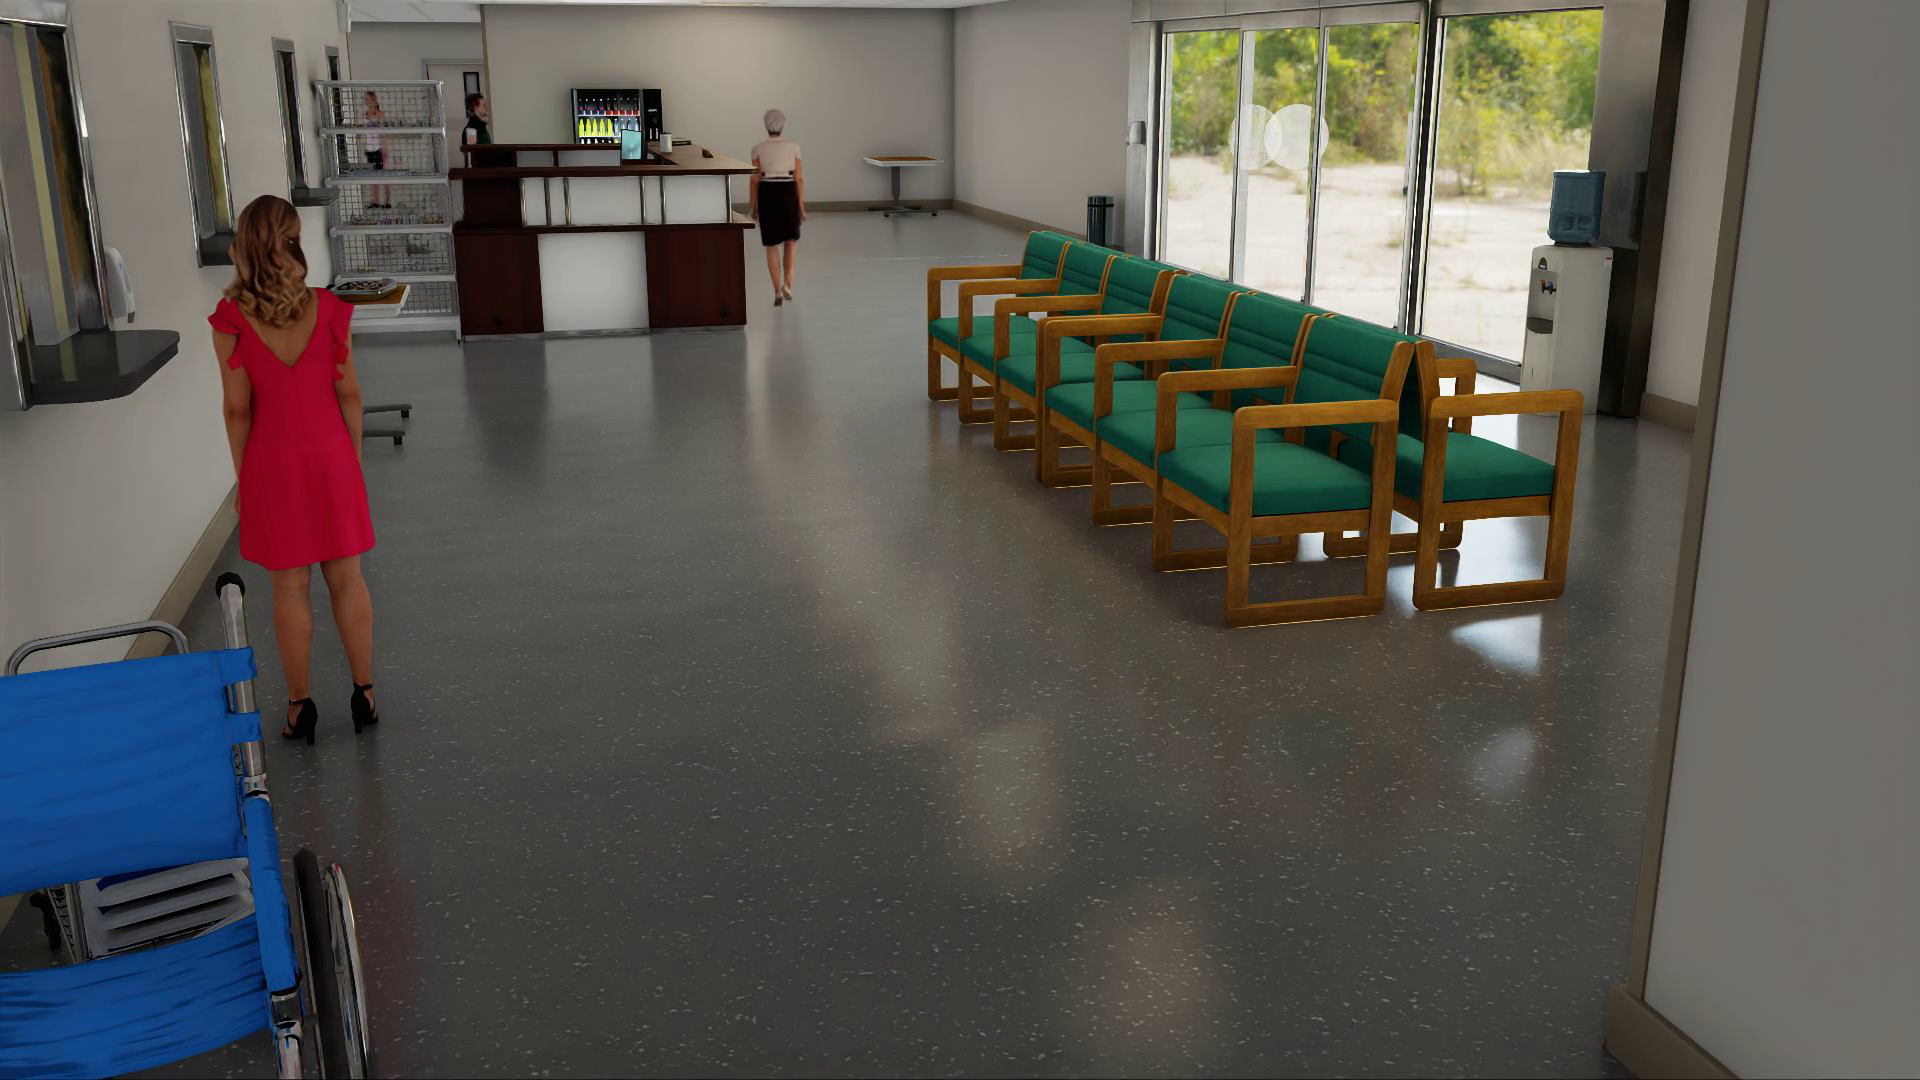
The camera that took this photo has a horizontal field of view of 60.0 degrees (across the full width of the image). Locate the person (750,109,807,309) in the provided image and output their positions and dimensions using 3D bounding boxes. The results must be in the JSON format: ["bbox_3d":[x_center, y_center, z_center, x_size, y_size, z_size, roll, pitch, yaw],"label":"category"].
[{"bbox_3d":[-1.617,-2.938,14.859,0.706,1.738,0.749,-2,16,-9],"label":"person"}]

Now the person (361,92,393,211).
[{"bbox_3d":[-8.973,-5.978,25.550,0.675,1.786,0.744,8,18,27],"label":"person"}]

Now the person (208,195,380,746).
[{"bbox_3d":[-2.063,-0.212,5.204,0.548,1.728,0.678,-8,18,-27],"label":"person"}]
